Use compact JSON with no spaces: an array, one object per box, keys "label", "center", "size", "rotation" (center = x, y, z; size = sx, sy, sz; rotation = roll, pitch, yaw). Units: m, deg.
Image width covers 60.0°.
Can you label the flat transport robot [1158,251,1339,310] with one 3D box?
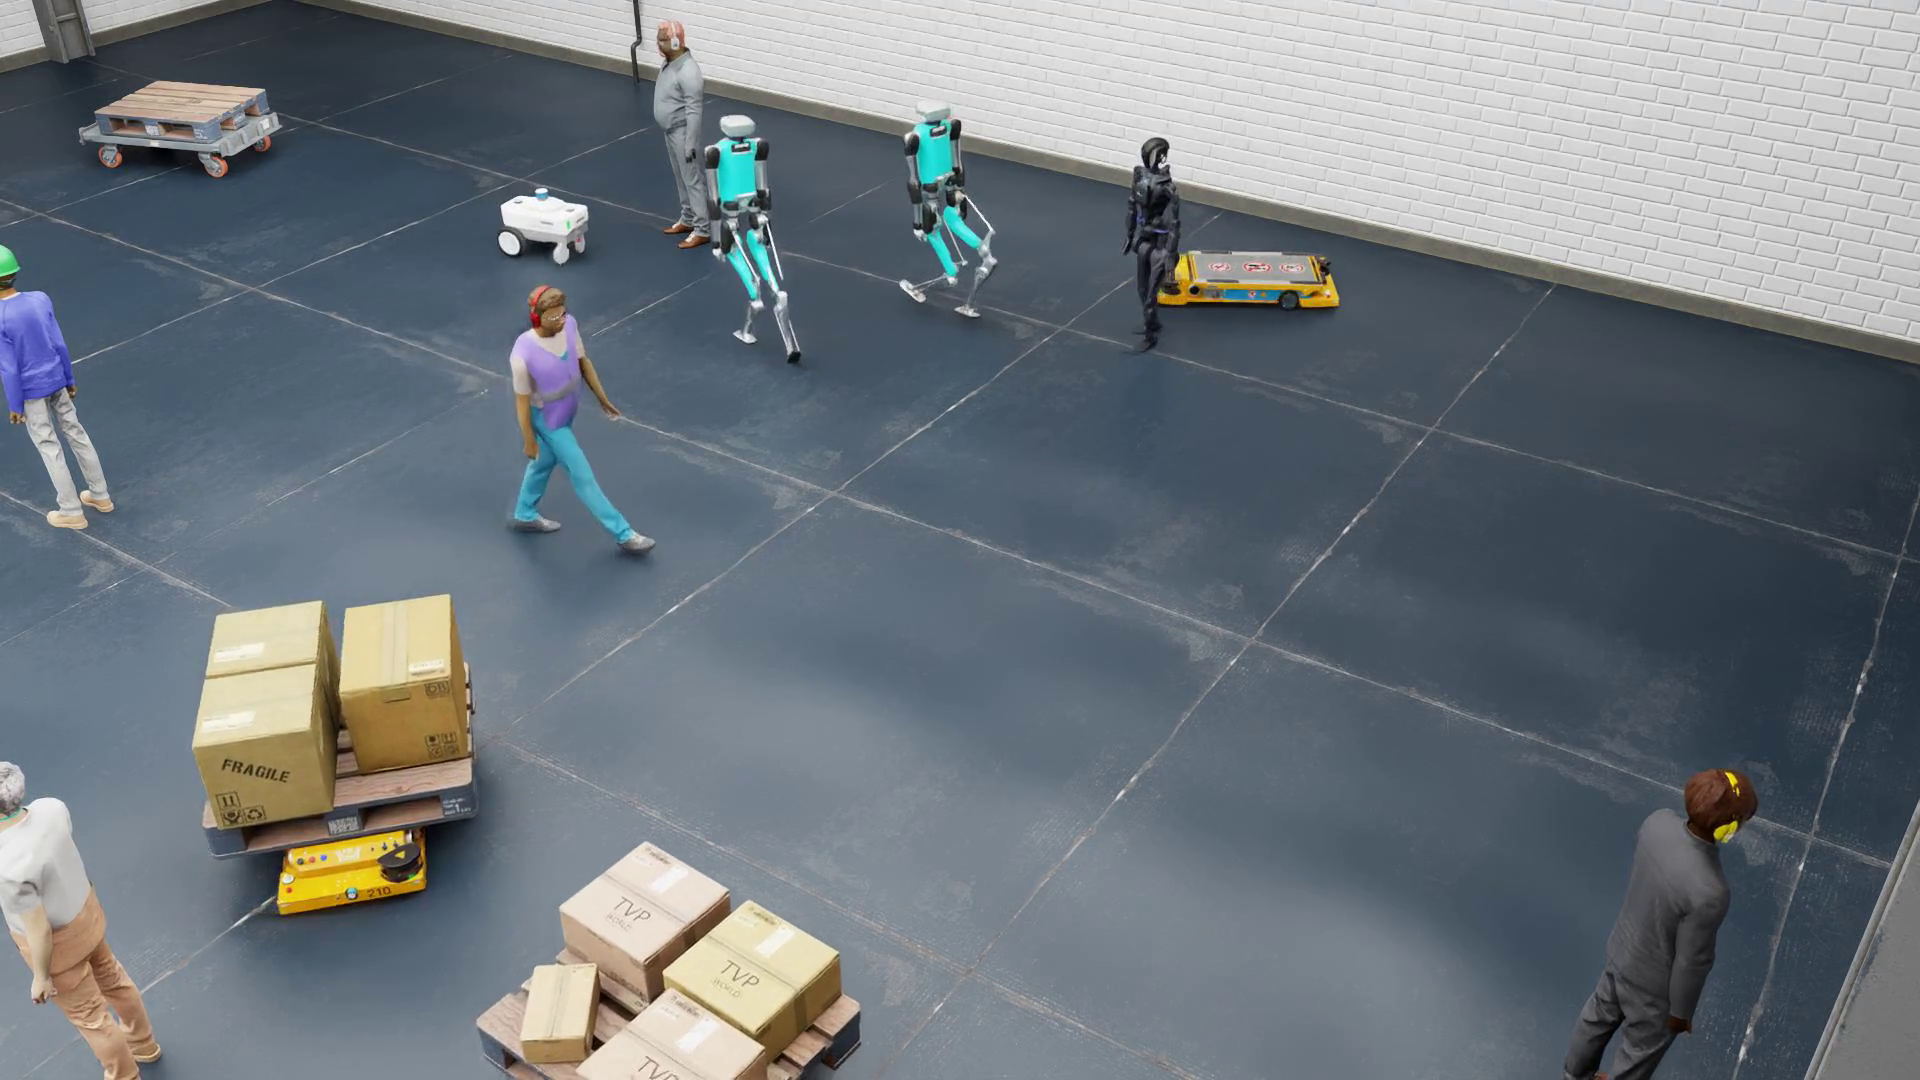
[{"label":"flat transport robot","center":[2.330,-2.121,13.557],"size":[1.431,0.231,0.659],"rotation":[1,33,2]}]

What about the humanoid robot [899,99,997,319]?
[{"label":"humanoid robot","center":[-0.082,-2.466,12.724],"size":[0.560,1.731,1.004],"rotation":[-26,41,-34]}]

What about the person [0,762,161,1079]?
[{"label":"person","center":[-3.509,1.541,6.490],"size":[0.312,1.745,0.481],"rotation":[-3,33,-4]}]

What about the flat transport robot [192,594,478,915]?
[{"label":"flat transport robot","center":[-3.015,1.257,8.300],"size":[0.659,0.231,1.431],"rotation":[-8,34,-13]}]

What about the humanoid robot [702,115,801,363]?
[{"label":"humanoid robot","center":[-1.460,-2.138,12.292],"size":[0.569,1.846,0.880],"rotation":[-24,40,-32]}]

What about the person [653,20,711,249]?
[{"label":"person","center":[-2.371,-3.434,14.088],"size":[0.411,1.908,0.640],"rotation":[-15,36,-22]}]

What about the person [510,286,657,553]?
[{"label":"person","center":[-2.376,-0.728,9.991],"size":[1.034,1.769,0.598],"rotation":[8,34,12]}]

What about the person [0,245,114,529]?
[{"label":"person","center":[-5.671,-0.935,10.231],"size":[0.353,1.871,0.468],"rotation":[14,35,20]}]

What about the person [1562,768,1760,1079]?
[{"label":"person","center":[2.626,1.606,6.287],"size":[0.352,1.866,0.487],"rotation":[-4,33,-7]}]

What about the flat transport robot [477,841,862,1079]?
[{"label":"flat transport robot","center":[-1.170,2.178,6.867],"size":[0.659,0.231,1.431],"rotation":[22,39,30]}]

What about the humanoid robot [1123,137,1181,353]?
[{"label":"humanoid robot","center":[1.478,-2.230,12.434],"size":[0.410,1.641,0.602],"rotation":[-20,38,-28]}]

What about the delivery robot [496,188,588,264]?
[{"label":"delivery robot","center":[-3.567,-2.697,14.204],"size":[0.783,0.612,0.512],"rotation":[12,35,17]}]
